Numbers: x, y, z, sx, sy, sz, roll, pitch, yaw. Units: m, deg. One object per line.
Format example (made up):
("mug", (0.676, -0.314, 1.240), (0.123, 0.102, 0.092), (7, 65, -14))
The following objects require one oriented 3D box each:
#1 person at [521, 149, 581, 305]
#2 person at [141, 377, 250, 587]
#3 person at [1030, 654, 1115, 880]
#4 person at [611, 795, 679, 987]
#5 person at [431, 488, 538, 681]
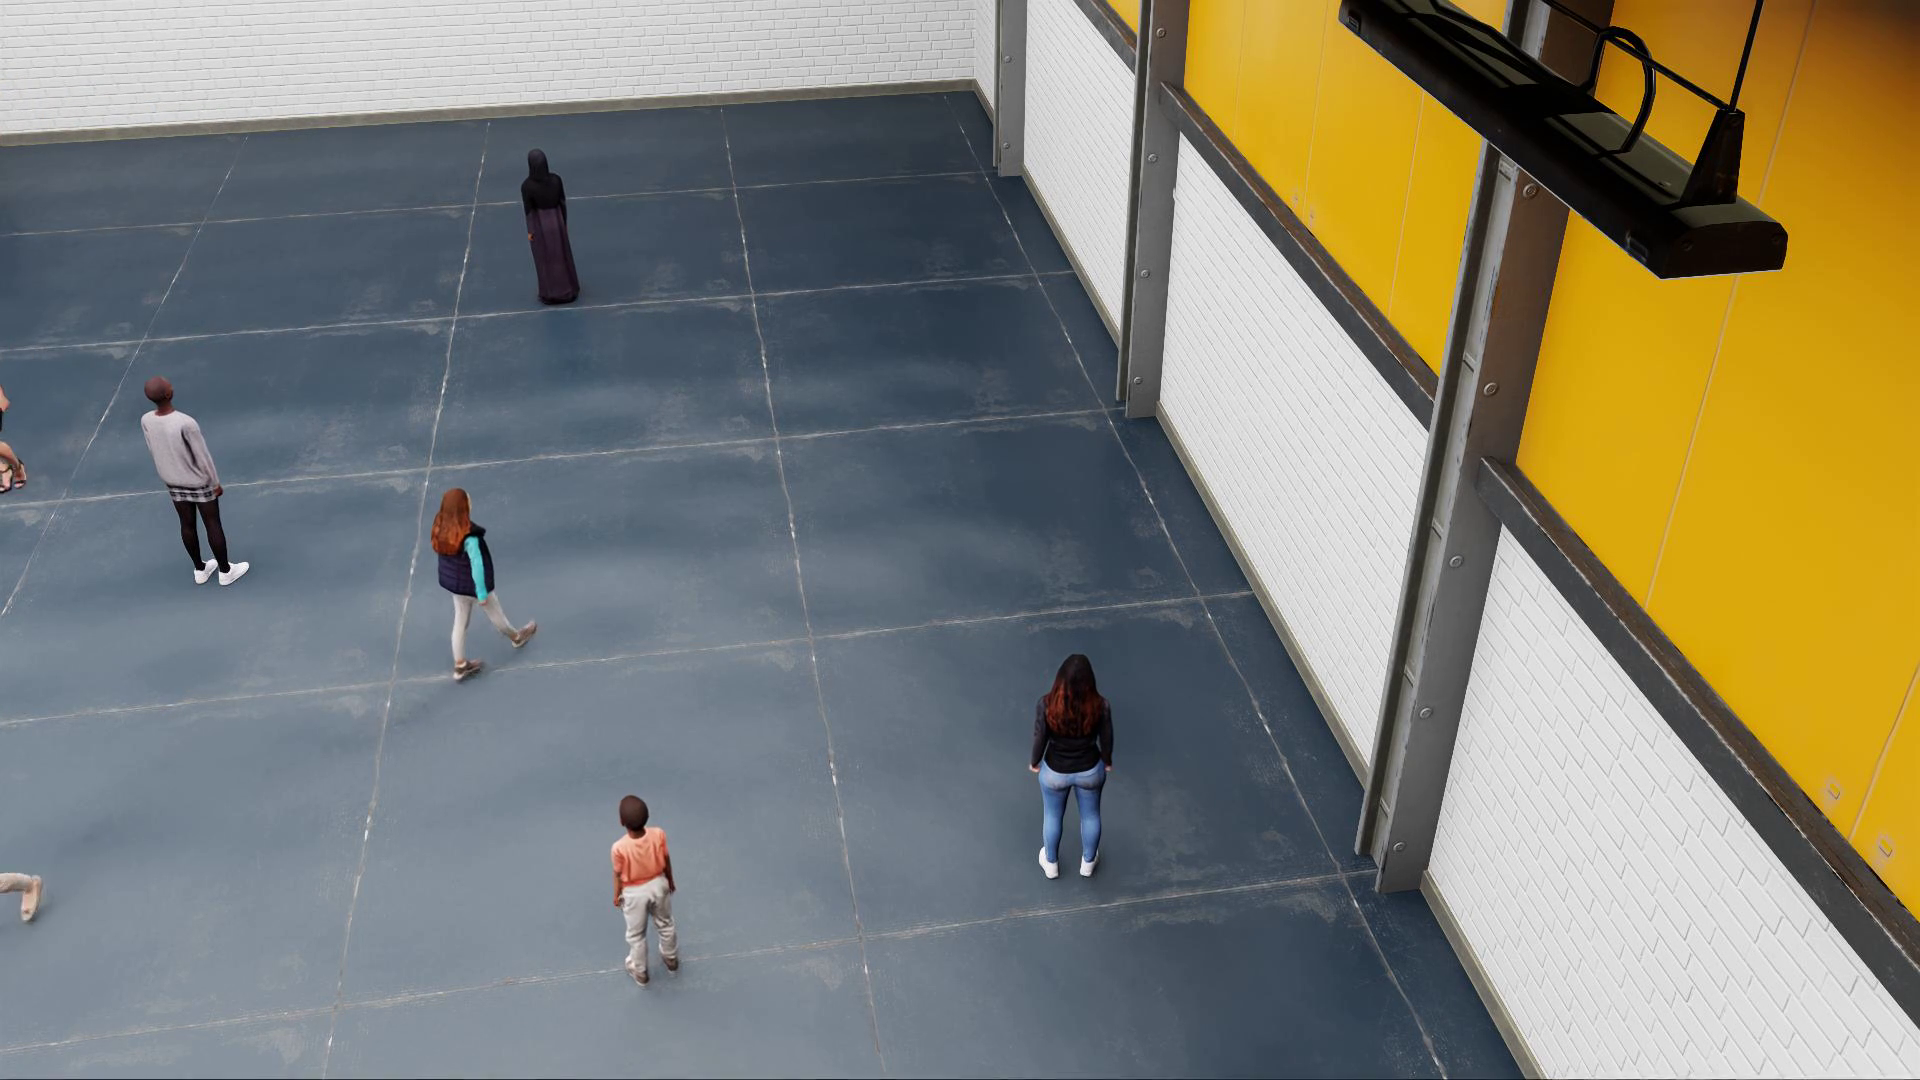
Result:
("person", (-4.154, -3.165, 16.734), (0.686, 1.613, 0.702), (-19, 38, -26))
("person", (-5.804, -0.442, 12.497), (0.681, 1.769, 0.655), (5, 34, 8))
("person", (0.672, 1.351, 9.921), (0.678, 1.634, 0.610), (0, 34, -1))
("person", (-1.760, 1.954, 9.307), (0.549, 1.309, 0.561), (-18, 38, -25))
("person", (-3.490, 0.328, 11.608), (0.951, 1.470, 0.986), (24, 40, 31))
